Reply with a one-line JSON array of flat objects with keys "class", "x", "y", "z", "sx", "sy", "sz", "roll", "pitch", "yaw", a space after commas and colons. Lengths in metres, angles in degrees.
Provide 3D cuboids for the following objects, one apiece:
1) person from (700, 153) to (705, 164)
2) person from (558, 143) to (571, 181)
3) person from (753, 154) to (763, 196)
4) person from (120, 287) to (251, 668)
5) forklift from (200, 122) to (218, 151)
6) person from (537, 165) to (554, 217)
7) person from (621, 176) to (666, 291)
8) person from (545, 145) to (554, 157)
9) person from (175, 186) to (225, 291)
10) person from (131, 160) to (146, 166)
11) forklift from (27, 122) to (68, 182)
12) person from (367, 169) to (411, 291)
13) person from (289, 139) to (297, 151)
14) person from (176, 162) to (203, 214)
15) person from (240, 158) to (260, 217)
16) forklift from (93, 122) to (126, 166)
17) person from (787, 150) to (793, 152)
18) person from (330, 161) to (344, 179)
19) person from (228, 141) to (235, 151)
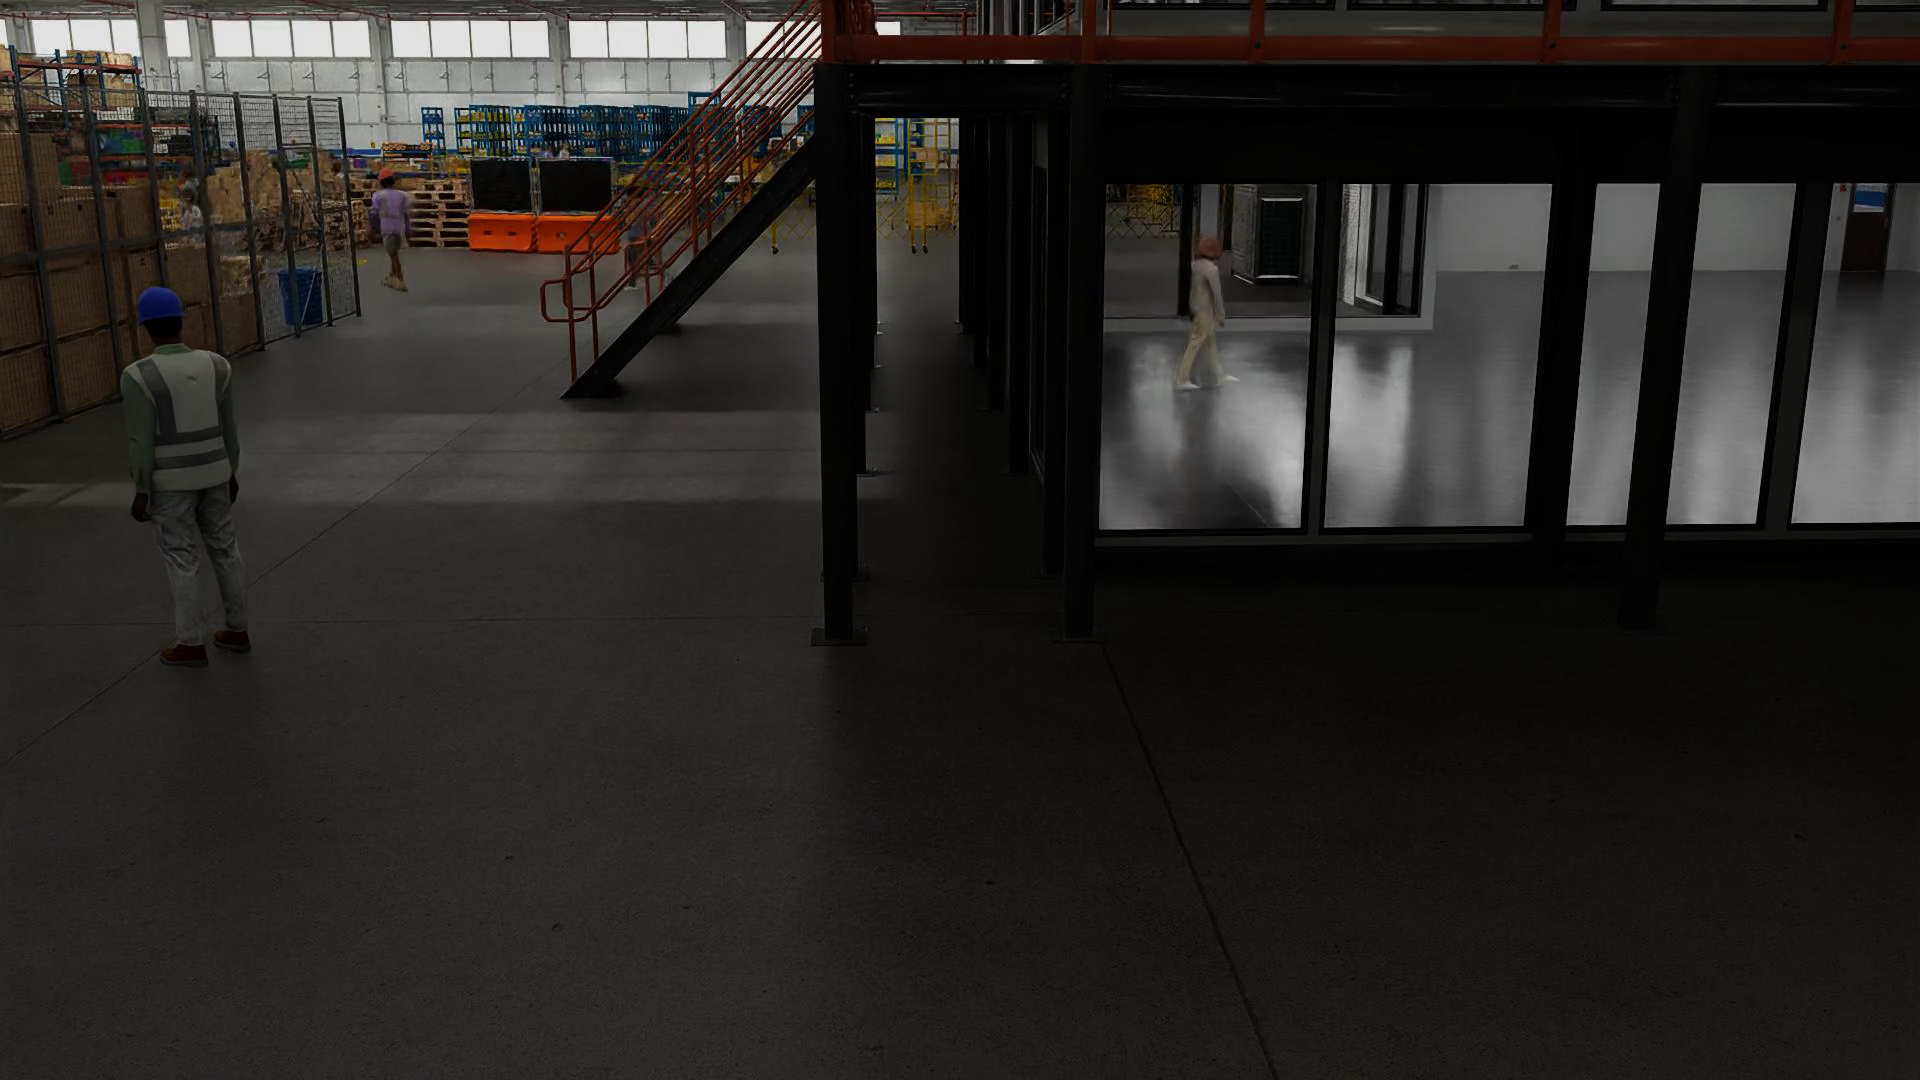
[{"class": "person", "x": -11.743, "y": -17.268, "z": 76.177, "sx": 0.453, "sy": 1.976, "sz": 0.641, "roll": 1, "pitch": 14, "yaw": 6}, {"class": "person", "x": -17.860, "y": -16.982, "z": 75.227, "sx": 0.538, "sy": 1.887, "sz": 0.648, "roll": 5, "pitch": 15, "yaw": 18}, {"class": "person", "x": -6.251, "y": -11.201, "z": 52.231, "sx": 0.878, "sy": 1.843, "sz": 0.520, "roll": -1, "pitch": 14, "yaw": -3}, {"class": "person", "x": -3.965, "y": -0.315, "z": 8.500, "sx": 0.410, "sy": 1.936, "sz": 0.610, "roll": 8, "pitch": 16, "yaw": 29}, {"class": "forklift", "x": -39.244, "y": -20.399, "z": 86.862, "sx": 1.129, "sy": 2.768, "sz": 1.873, "roll": -1, "pitch": 14, "yaw": -2}, {"class": "person", "x": -10.296, "y": -8.434, "z": 41.335, "sx": 0.520, "sy": 1.747, "sz": 0.546, "roll": 8, "pitch": 16, "yaw": 30}, {"class": "person", "x": -5.327, "y": -5.105, "z": 27.719, "sx": 0.731, "sy": 1.903, "sz": 0.595, "roll": -12, "pitch": 18, "yaw": -39}, {"class": "person", "x": -18.291, "y": -16.722, "z": 74.373, "sx": 0.791, "sy": 1.794, "sz": 0.604, "roll": 2, "pitch": 14, "yaw": 9}, {"class": "person", "x": -10.638, "y": -3.980, "z": 23.239, "sx": 0.976, "sy": 1.901, "sz": 0.639, "roll": -9, "pitch": 17, "yaw": -32}, {"class": "person", "x": -34.840, "y": -15.750, "z": 70.448, "sx": 0.619, "sy": 1.810, "sz": 0.544, "roll": -2, "pitch": 14, "yaw": -9}, {"class": "forklift", "x": -35.376, "y": -14.773, "z": 64.377, "sx": 1.129, "sy": 2.768, "sz": 1.873, "roll": -1, "pitch": 14, "yaw": -2}, {"class": "person", "x": -9.580, "y": -5.177, "z": 27.802, "sx": 0.980, "sy": 1.998, "sz": 0.611, "roll": 11, "pitch": 18, "yaw": 38}, {"class": "person", "x": -36.681, "y": -21.133, "z": 91.753, "sx": 0.605, "sy": 1.920, "sz": 0.389, "roll": -13, "pitch": 19, "yaw": -42}, {"class": "person", "x": -15.162, "y": -6.414, "z": 32.671, "sx": 0.886, "sy": 2.000, "sz": 0.690, "roll": 2, "pitch": 14, "yaw": 9}, {"class": "person", "x": -17.077, "y": -8.197, "z": 40.007, "sx": 0.357, "sy": 1.937, "sz": 0.551, "roll": 5, "pitch": 15, "yaw": 18}, {"class": "forklift", "x": -37.910, "y": -17.088, "z": 73.630, "sx": 1.129, "sy": 2.768, "sz": 1.873, "roll": -1, "pitch": 14, "yaw": -2}, {"class": "person", "x": -7.889, "y": -17.322, "z": 76.732, "sx": 0.698, "sy": 1.815, "sz": 0.604, "roll": 0, "pitch": 14, "yaw": 1}, {"class": "person", "x": -14.866, "y": -8.157, "z": 39.978, "sx": 0.490, "sy": 1.873, "sz": 0.605, "roll": -10, "pitch": 17, "yaw": -36}, {"class": "person", "x": -34.660, "y": -18.034, "z": 79.303, "sx": 0.406, "sy": 1.946, "sz": 0.608, "roll": -5, "pitch": 15, "yaw": -19}]
